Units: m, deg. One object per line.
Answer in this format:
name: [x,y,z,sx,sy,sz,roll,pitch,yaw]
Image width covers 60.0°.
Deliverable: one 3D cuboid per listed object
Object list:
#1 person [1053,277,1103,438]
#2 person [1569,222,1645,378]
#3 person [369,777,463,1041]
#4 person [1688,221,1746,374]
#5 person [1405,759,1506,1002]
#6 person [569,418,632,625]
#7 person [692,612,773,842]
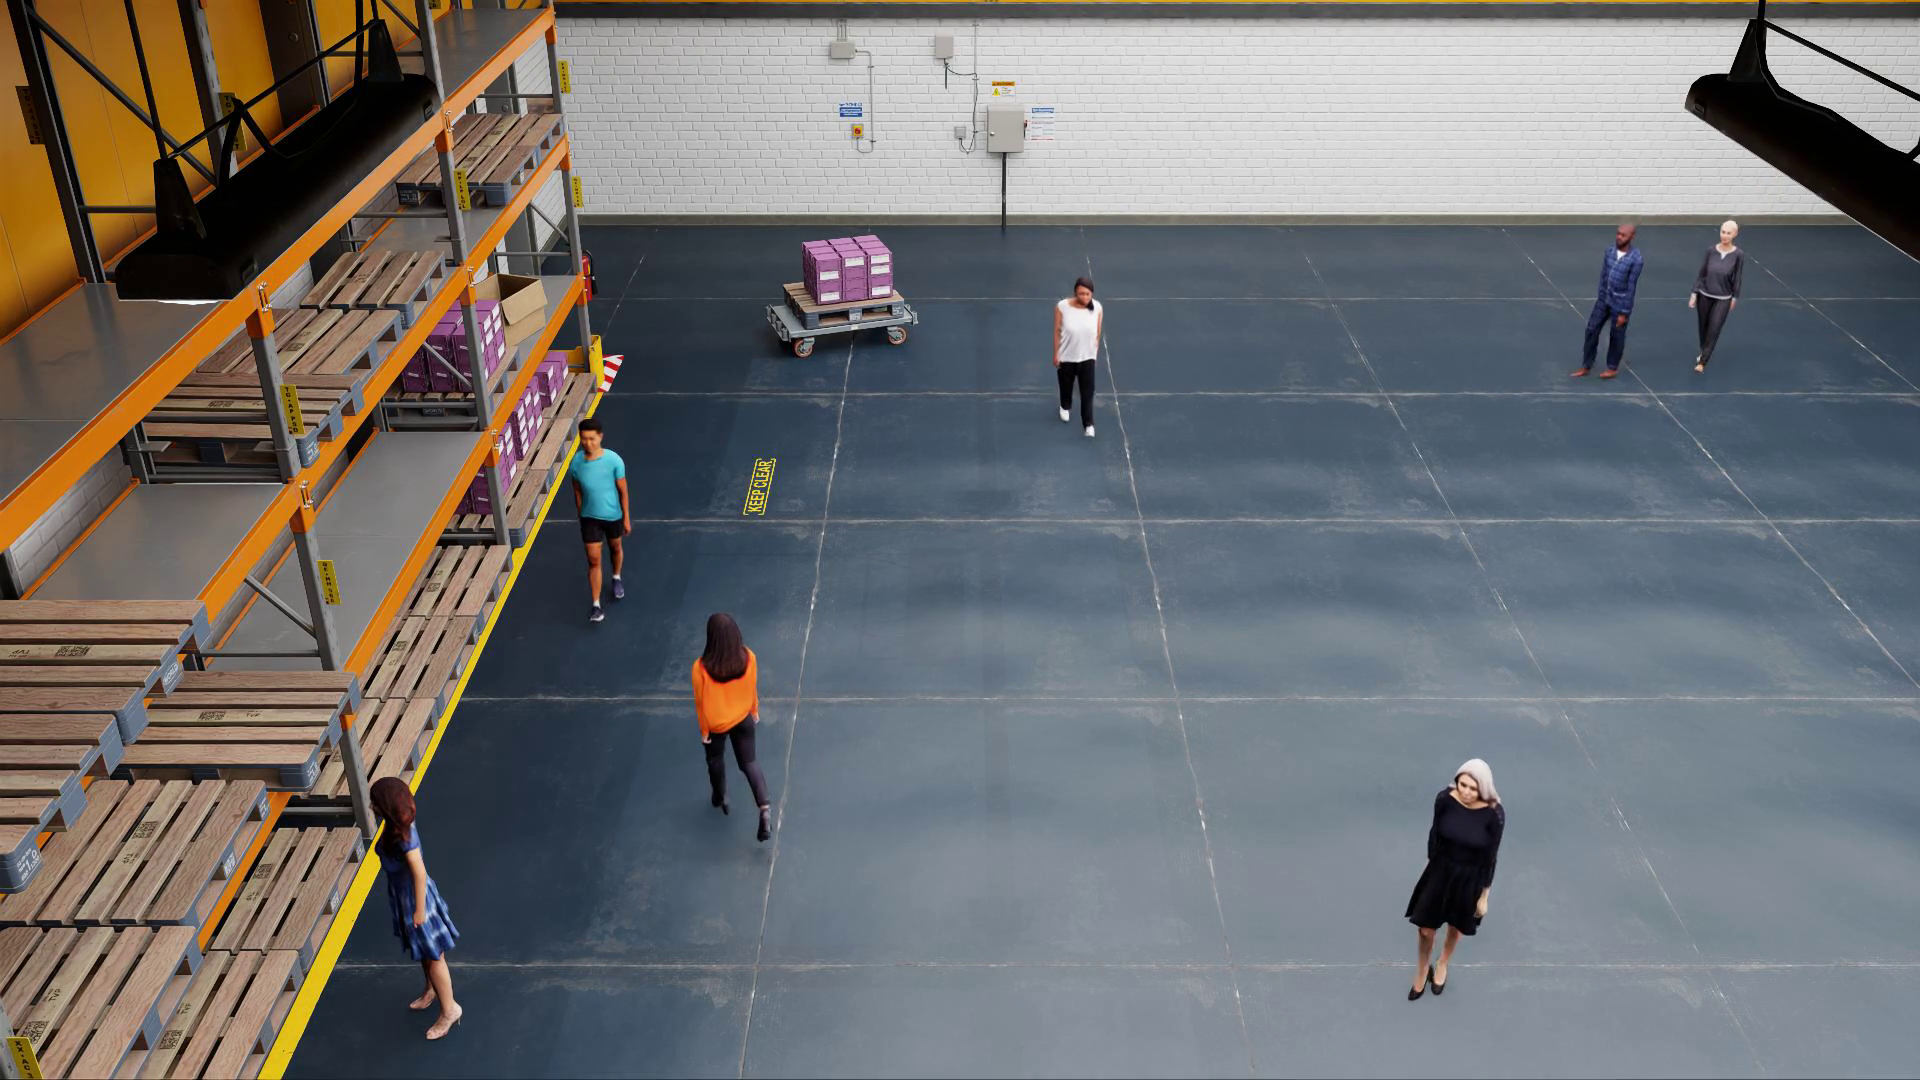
person: [1.196,-1.945,17.285,0.692,1.646,1.084,-1,29,-2]
person: [7.310,-2.650,18.421,0.998,1.796,0.963,-20,34,-32]
person: [-3.179,2.124,9.659,0.818,1.805,0.705,-17,33,-28]
person: [8.539,-2.777,18.765,0.989,1.689,1.117,19,34,31]
person: [2.996,2.000,9.959,0.751,1.737,0.827,13,31,23]
person: [-3.002,-0.240,14.062,0.676,1.739,1.064,-2,29,-4]
person: [-1.532,1.282,11.289,0.972,1.723,1.162,-16,32,-26]
